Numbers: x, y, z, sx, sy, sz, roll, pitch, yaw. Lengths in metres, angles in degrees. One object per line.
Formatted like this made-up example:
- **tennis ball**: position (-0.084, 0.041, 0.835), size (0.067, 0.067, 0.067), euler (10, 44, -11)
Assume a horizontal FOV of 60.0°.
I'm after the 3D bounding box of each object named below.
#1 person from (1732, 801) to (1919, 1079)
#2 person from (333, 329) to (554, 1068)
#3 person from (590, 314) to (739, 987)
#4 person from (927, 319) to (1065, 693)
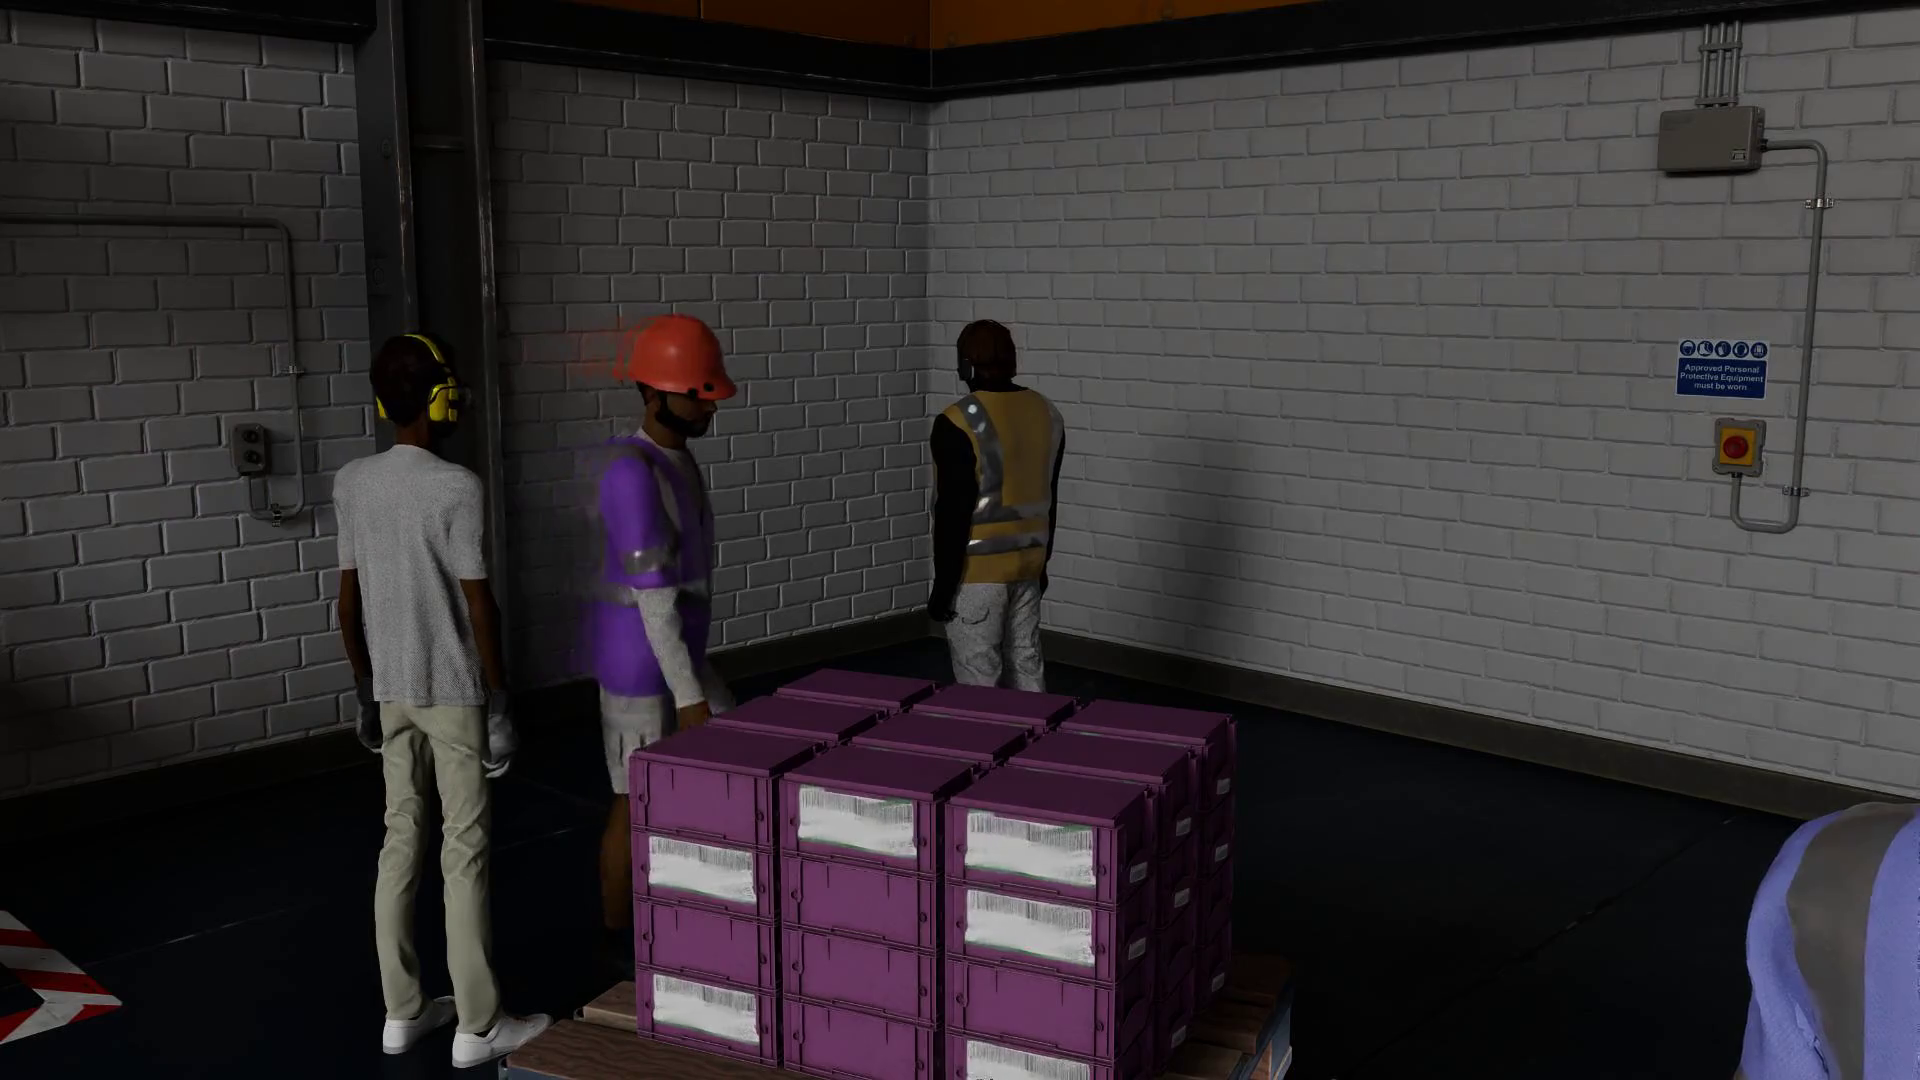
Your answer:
- **person**: position (0.898, 0.846, 1.349), size (0.373, 1.933, 0.549), euler (-6, 11, -33)
- **person**: position (-1.338, 0.405, 4.244), size (0.517, 1.875, 0.328), euler (4, 10, 24)
- **person**: position (-0.787, 0.342, 4.551), size (0.597, 1.900, 0.555), euler (2, 9, 11)
- **person**: position (0.106, 0.115, 6.125), size (0.429, 1.839, 0.633), euler (8, 12, 42)
